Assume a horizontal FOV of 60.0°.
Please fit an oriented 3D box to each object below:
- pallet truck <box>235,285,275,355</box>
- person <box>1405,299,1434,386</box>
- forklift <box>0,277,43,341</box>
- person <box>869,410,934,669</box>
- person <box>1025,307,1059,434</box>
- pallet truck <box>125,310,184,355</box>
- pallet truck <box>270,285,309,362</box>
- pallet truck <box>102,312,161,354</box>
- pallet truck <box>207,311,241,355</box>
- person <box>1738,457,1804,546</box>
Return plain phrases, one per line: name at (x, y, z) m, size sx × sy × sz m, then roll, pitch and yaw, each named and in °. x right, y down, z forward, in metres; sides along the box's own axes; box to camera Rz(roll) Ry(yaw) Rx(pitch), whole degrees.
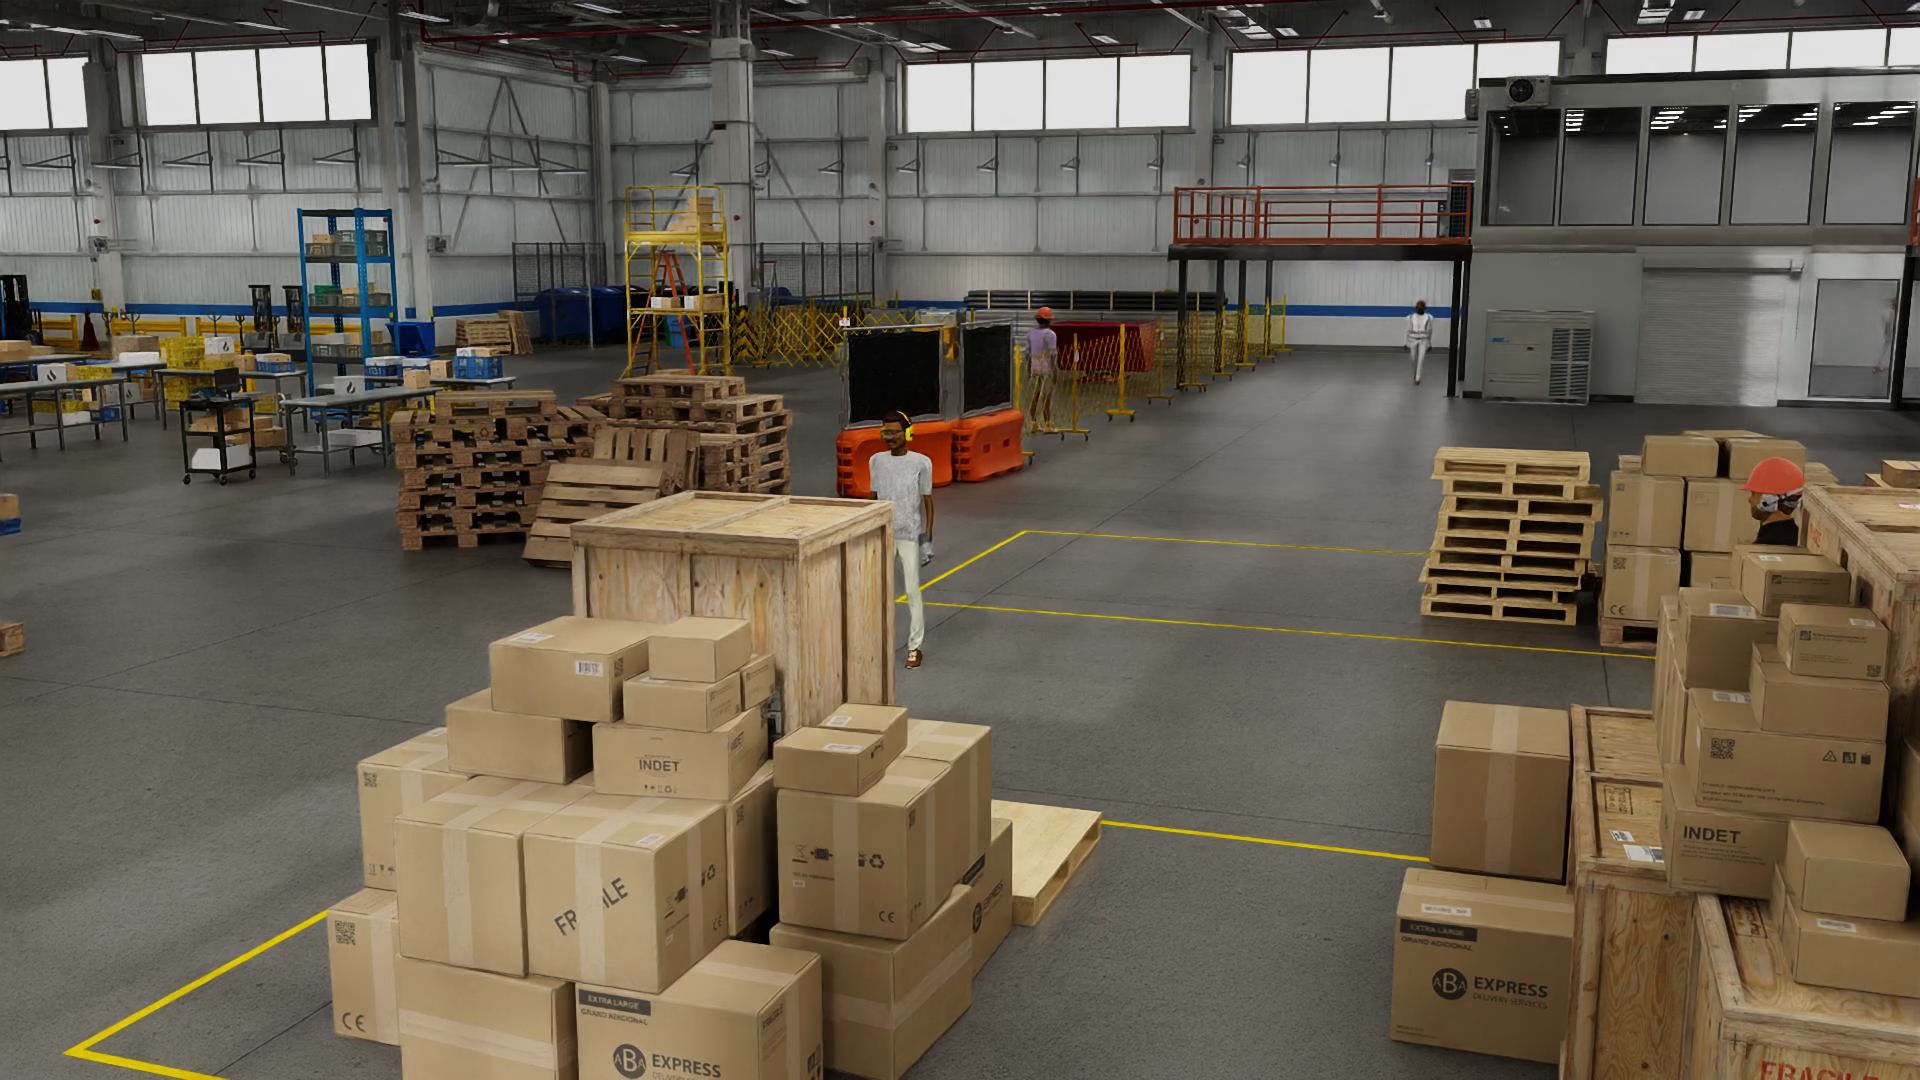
pallet truck at (-18.327, -5.835, 44.421) m, size 0.823 × 1.965 × 1.885 m, roll 4°, pitch 11°, yaw 23°
person at (9.979, -4.295, 36.130) m, size 0.585 × 1.867 × 0.718 m, roll 4°, pitch 11°, yaw 23°
forklift at (-27.151, -6.329, 46.328) m, size 1.157 × 1.987 × 2.680 m, roll 3°, pitch 11°, yaw 17°
person at (-0.440, -0.004, 11.950) m, size 0.533 × 1.868 × 0.310 m, roll 4°, pitch 11°, yaw 20°
person at (1.337, -2.721, 26.755) m, size 0.605 × 2.045 × 0.387 m, roll 9°, pitch 14°, yaw 42°
pallet truck at (-22.038, -5.665, 45.457) m, size 0.704 × 1.261 × 1.522 m, roll 3°, pitch 11°, yaw 17°
pallet truck at (-17.147, -5.700, 43.663) m, size 0.823 × 1.965 × 1.885 m, roll 3°, pitch 11°, yaw 17°
pallet truck at (-23.057, -5.777, 46.261) m, size 0.680 × 1.201 × 1.601 m, roll 3°, pitch 11°, yaw 19°
pallet truck at (-19.537, -5.575, 44.913) m, size 0.653 × 1.274 × 1.630 m, roll 3°, pitch 11°, yaw 19°
person at (4.012, 0.580, 8.302) m, size 0.612 × 1.995 × 0.382 m, roll -10°, pitch 14°, yaw -44°
